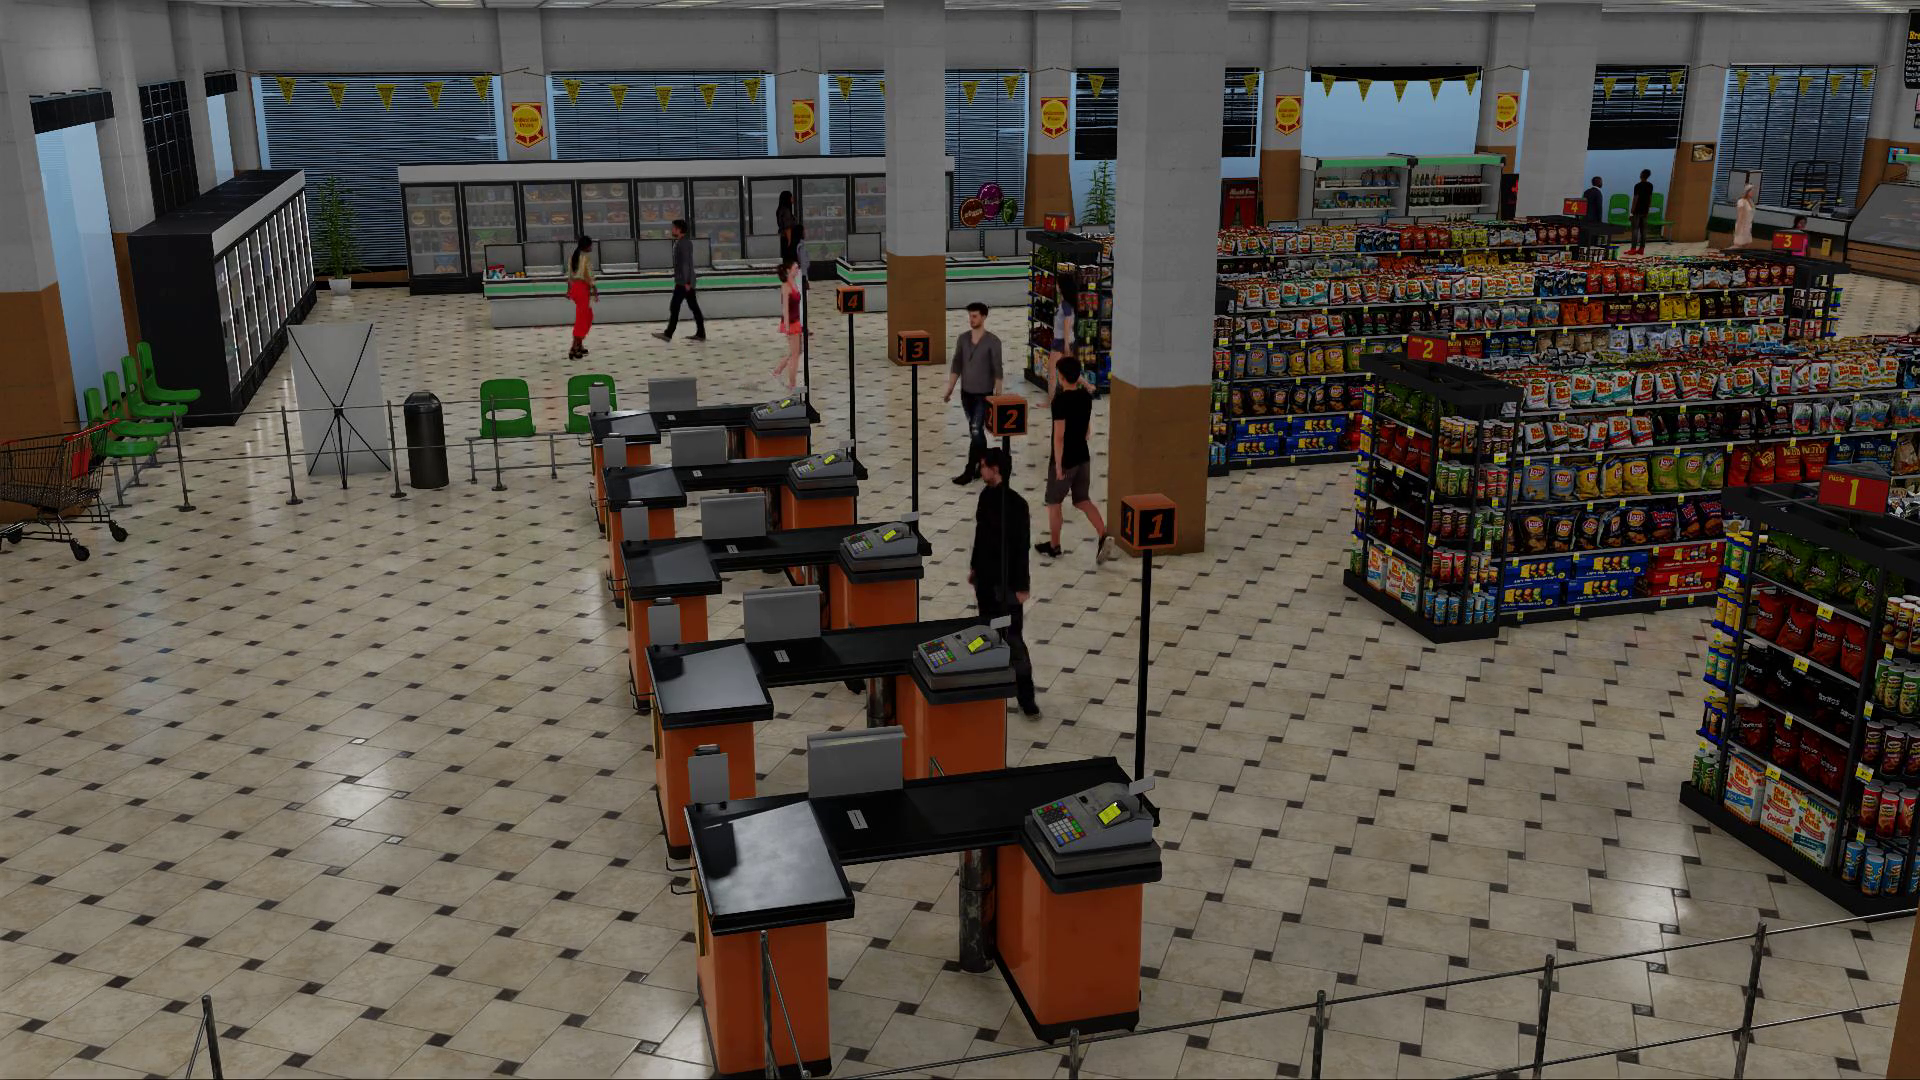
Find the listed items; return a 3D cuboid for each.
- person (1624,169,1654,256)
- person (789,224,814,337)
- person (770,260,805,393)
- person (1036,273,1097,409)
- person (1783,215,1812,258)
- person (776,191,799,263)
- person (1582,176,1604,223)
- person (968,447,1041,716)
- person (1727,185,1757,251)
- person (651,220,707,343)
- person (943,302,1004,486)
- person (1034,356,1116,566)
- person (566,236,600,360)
[{"bbox_3d":[14.544,-7.014,35.555,0.489,1.803,0.716,-6,18,-19],"label":"person"},{"bbox_3d":[-2.507,-4.072,26.007,0.549,1.722,0.616,-7,18,-21],"label":"person"},{"bbox_3d":[-2.283,-2.802,21.793,0.838,1.739,0.720,2,17,7],"label":"person"},{"bbox_3d":[1.374,-2.484,20.845,1.062,1.682,0.806,0,17,1],"label":"person"},{"bbox_3d":[13.720,-4.480,27.444,1.107,1.666,0.849,0,17,1],"label":"person"},{"bbox_3d":[-3.176,-5.422,30.251,0.629,1.838,0.666,-7,18,-21],"label":"person"},{"bbox_3d":[12.753,-6.417,33.554,0.576,1.824,0.676,-4,17,-14],"label":"person"},{"bbox_3d":[0.329,0.270,11.535,0.674,1.821,0.954,-12,21,-34],"label":"person"},{"bbox_3d":[15.281,-6.088,32.638,0.942,1.725,0.869,-12,21,-35],"label":"person"},{"bbox_3d":[-4.089,-3.908,25.269,1.133,1.837,0.913,0,17,1],"label":"person"},{"bbox_3d":[0.234,-1.541,17.403,1.013,1.877,1.119,13,21,37],"label":"person"},{"bbox_3d":[1.041,-0.677,14.624,1.153,1.839,1.055,-15,22,-40],"label":"person"},{"bbox_3d":[-5.515,-3.466,23.961,0.801,1.749,0.874,8,19,25],"label":"person"}]
